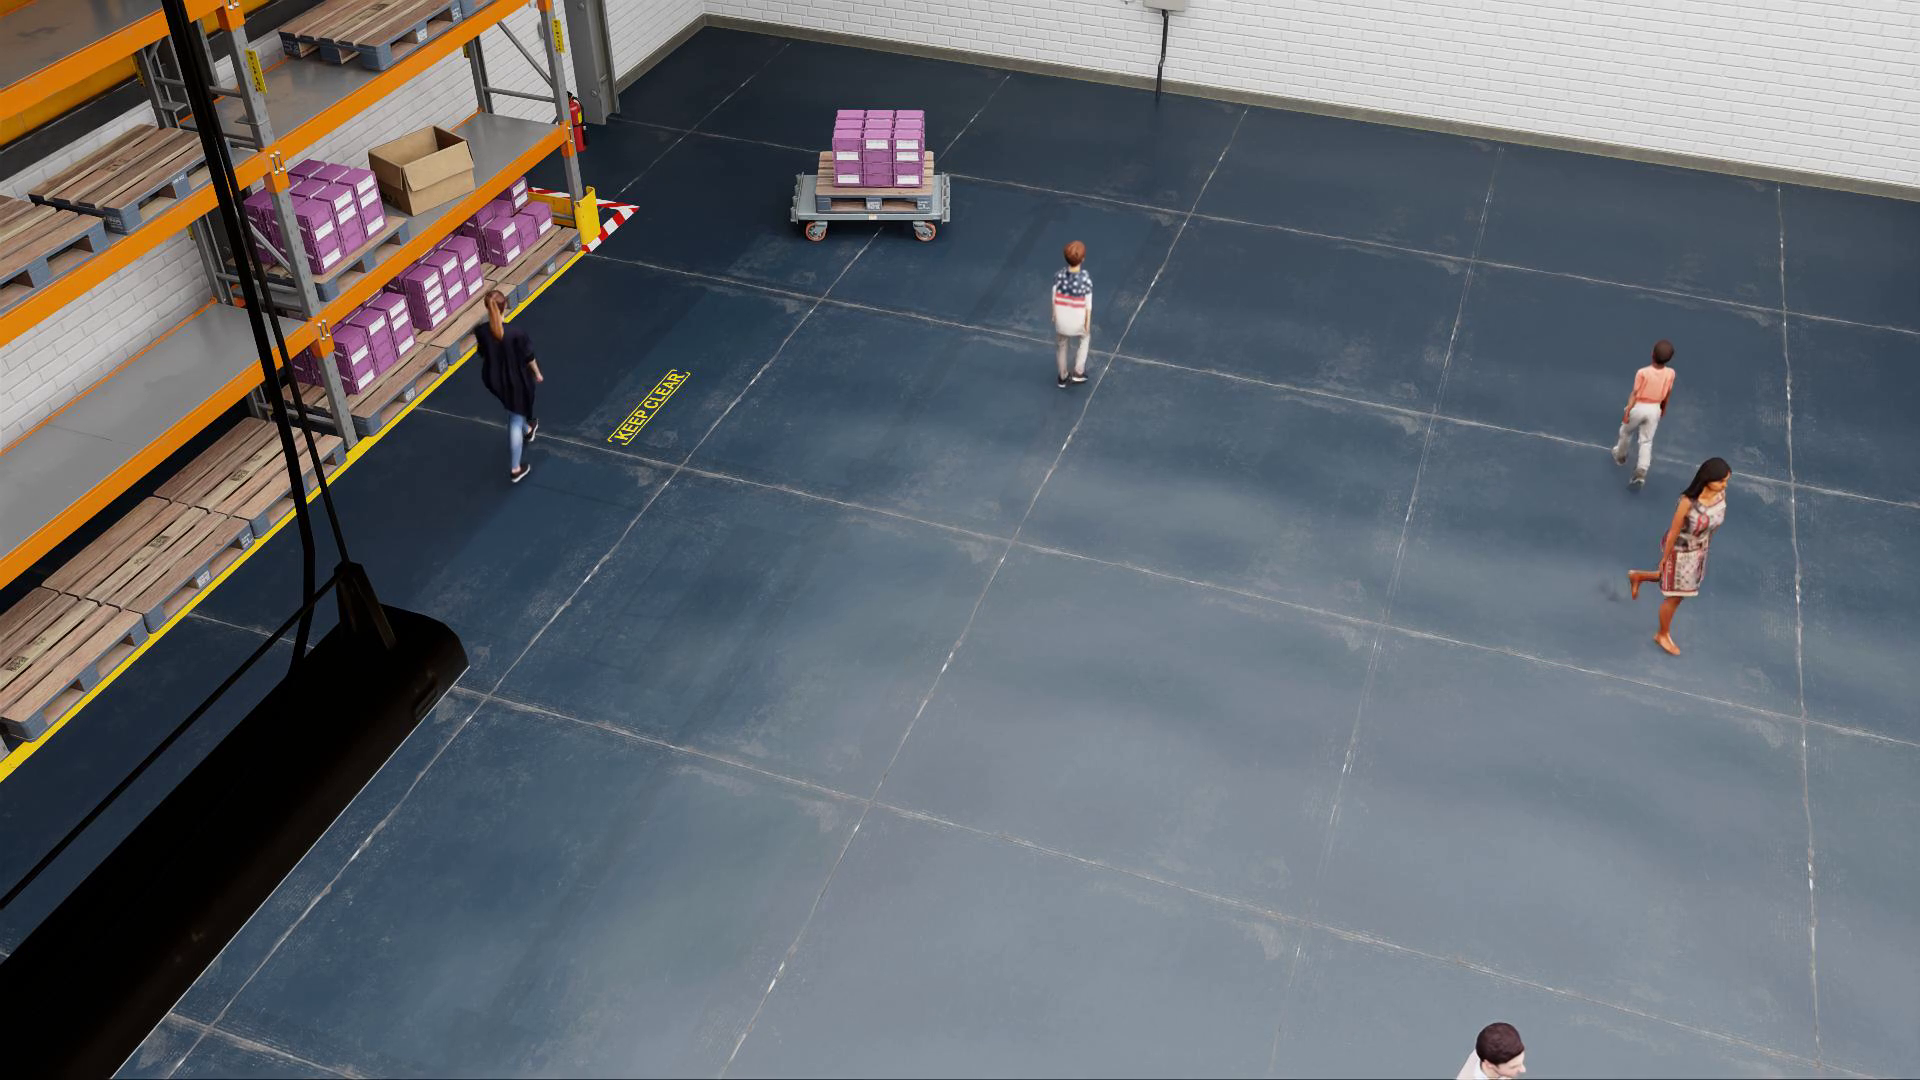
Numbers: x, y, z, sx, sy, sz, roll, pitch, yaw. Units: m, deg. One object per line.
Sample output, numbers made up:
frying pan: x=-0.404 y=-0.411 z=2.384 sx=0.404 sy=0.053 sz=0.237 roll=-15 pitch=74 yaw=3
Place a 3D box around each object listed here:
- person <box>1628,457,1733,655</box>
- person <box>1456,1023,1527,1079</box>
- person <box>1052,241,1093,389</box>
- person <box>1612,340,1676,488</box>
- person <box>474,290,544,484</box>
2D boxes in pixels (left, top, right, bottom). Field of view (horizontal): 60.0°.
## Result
person: x=5.214 y=0.033 z=12.121 sx=0.962 sy=1.626 sz=1.021 roll=-16 pitch=41 yaw=-19
person: x=2.525 y=2.989 z=8.274 sx=0.739 sy=1.809 sz=0.565 roll=23 pitch=44 yaw=26
person: x=0.978 y=-1.972 z=14.788 sx=0.538 sy=1.432 sz=0.522 roll=9 pitch=39 yaw=11
person: x=5.671 y=-1.042 z=13.731 sx=0.630 sy=1.297 sz=0.928 roll=4 pitch=39 yaw=5
person: x=-3.735 y=-1.228 z=13.690 sx=0.721 sy=1.640 sz=1.063 roll=8 pitch=39 yaw=10
